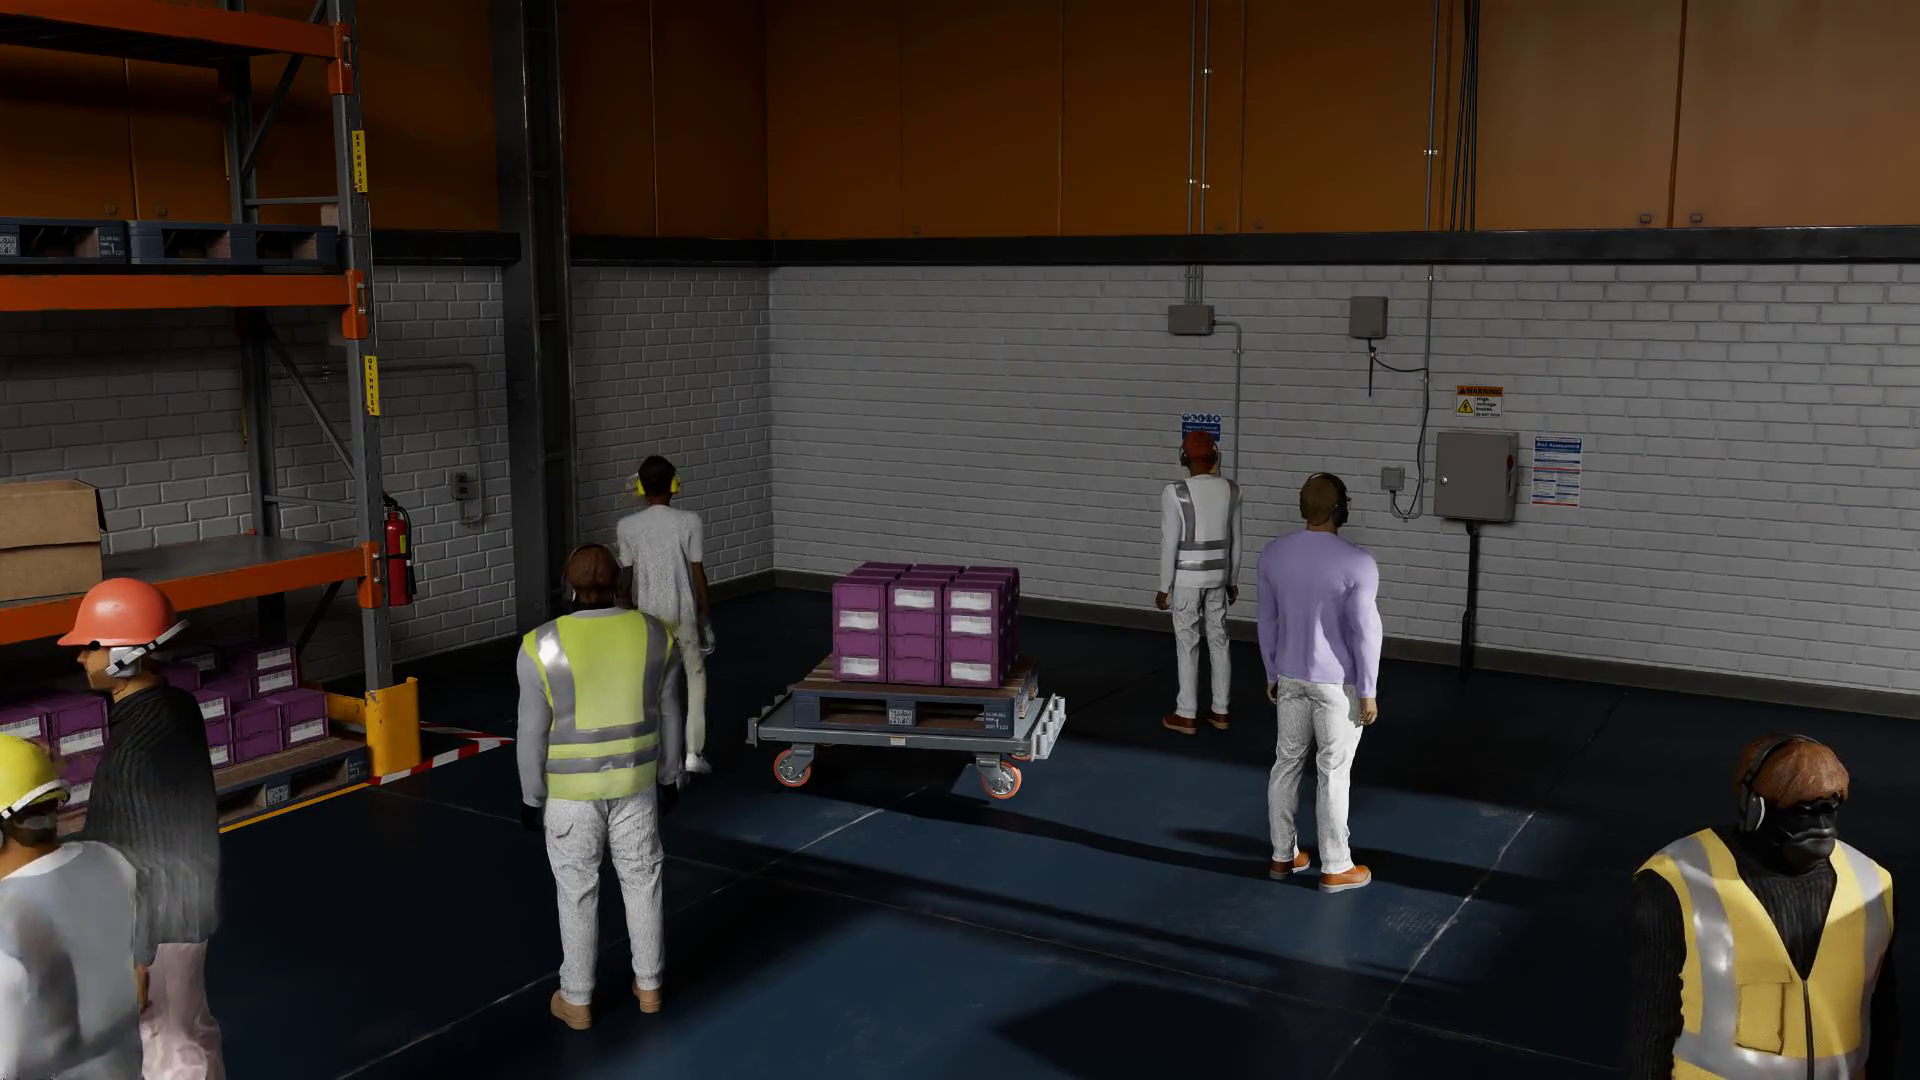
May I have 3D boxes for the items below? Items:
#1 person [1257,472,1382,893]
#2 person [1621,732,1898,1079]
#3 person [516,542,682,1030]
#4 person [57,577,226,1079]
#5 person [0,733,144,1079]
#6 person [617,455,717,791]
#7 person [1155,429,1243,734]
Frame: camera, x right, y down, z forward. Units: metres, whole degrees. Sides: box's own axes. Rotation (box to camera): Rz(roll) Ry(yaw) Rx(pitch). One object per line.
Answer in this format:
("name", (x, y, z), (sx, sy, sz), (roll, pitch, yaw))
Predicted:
("person", (1.656, 0.651, 7.678), (0.630, 1.940, 0.372), (9, 13, 43))
("person", (1.815, 1.329, 3.789), (0.618, 1.836, 0.430), (0, 9, -1))
("person", (-1.365, 0.920, 6.302), (0.637, 1.840, 0.429), (-5, 10, -28))
("person", (-2.307, 1.089, 4.767), (0.375, 1.995, 0.611), (-3, 10, -17))
("person", (-2.065, 1.330, 3.898), (0.668, 1.798, 0.599), (0, 9, 1))
("person", (-1.602, 0.452, 9.205), (0.546, 1.842, 0.550), (0, 9, 2))
("person", (1.482, 0.256, 10.304), (0.582, 1.884, 0.338), (-4, 10, -24))
